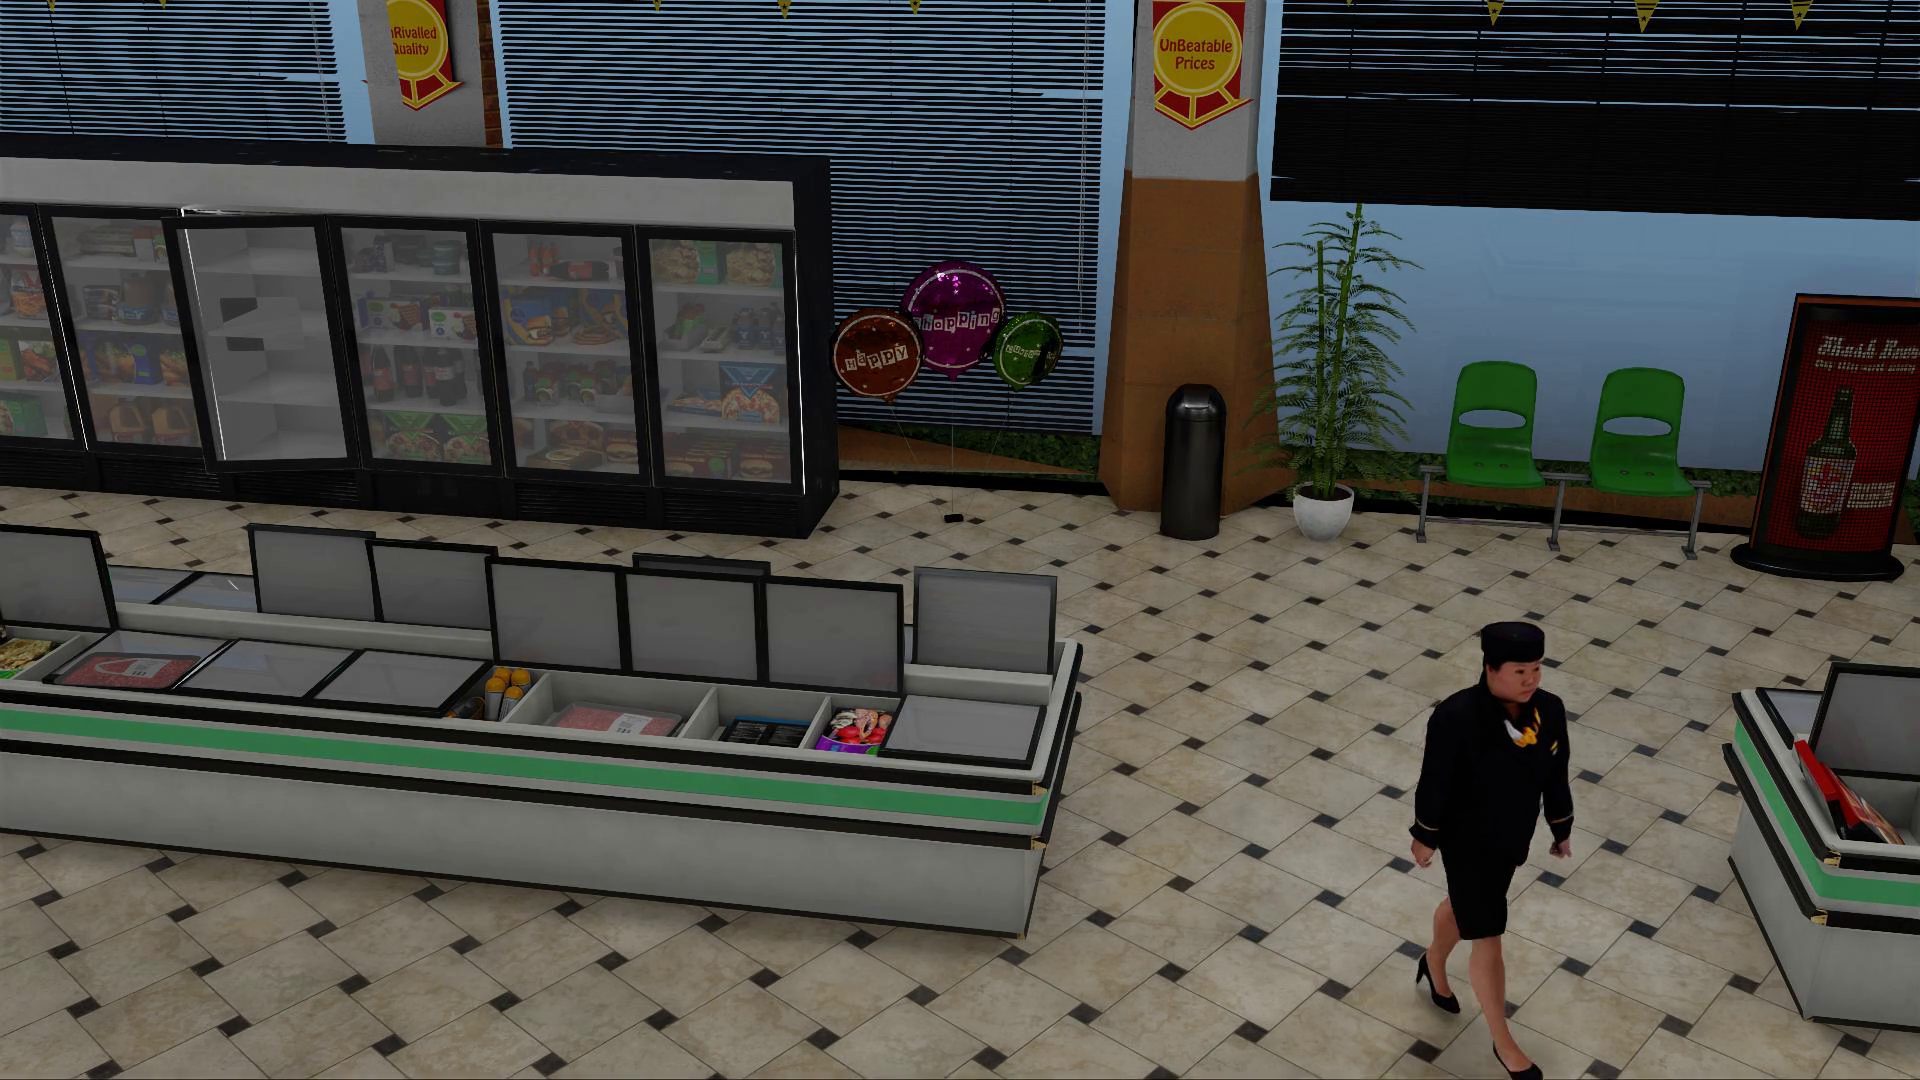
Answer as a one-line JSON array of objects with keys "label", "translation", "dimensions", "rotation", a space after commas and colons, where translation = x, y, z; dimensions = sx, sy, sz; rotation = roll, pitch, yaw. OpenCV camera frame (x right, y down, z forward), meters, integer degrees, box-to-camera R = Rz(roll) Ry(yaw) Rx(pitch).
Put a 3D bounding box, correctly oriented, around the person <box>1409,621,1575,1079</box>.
[{"label": "person", "translation": [1.837, 1.037, 5.963], "dimensions": [1.101, 1.641, 1.079], "rotation": [-8, 23, -19]}]
